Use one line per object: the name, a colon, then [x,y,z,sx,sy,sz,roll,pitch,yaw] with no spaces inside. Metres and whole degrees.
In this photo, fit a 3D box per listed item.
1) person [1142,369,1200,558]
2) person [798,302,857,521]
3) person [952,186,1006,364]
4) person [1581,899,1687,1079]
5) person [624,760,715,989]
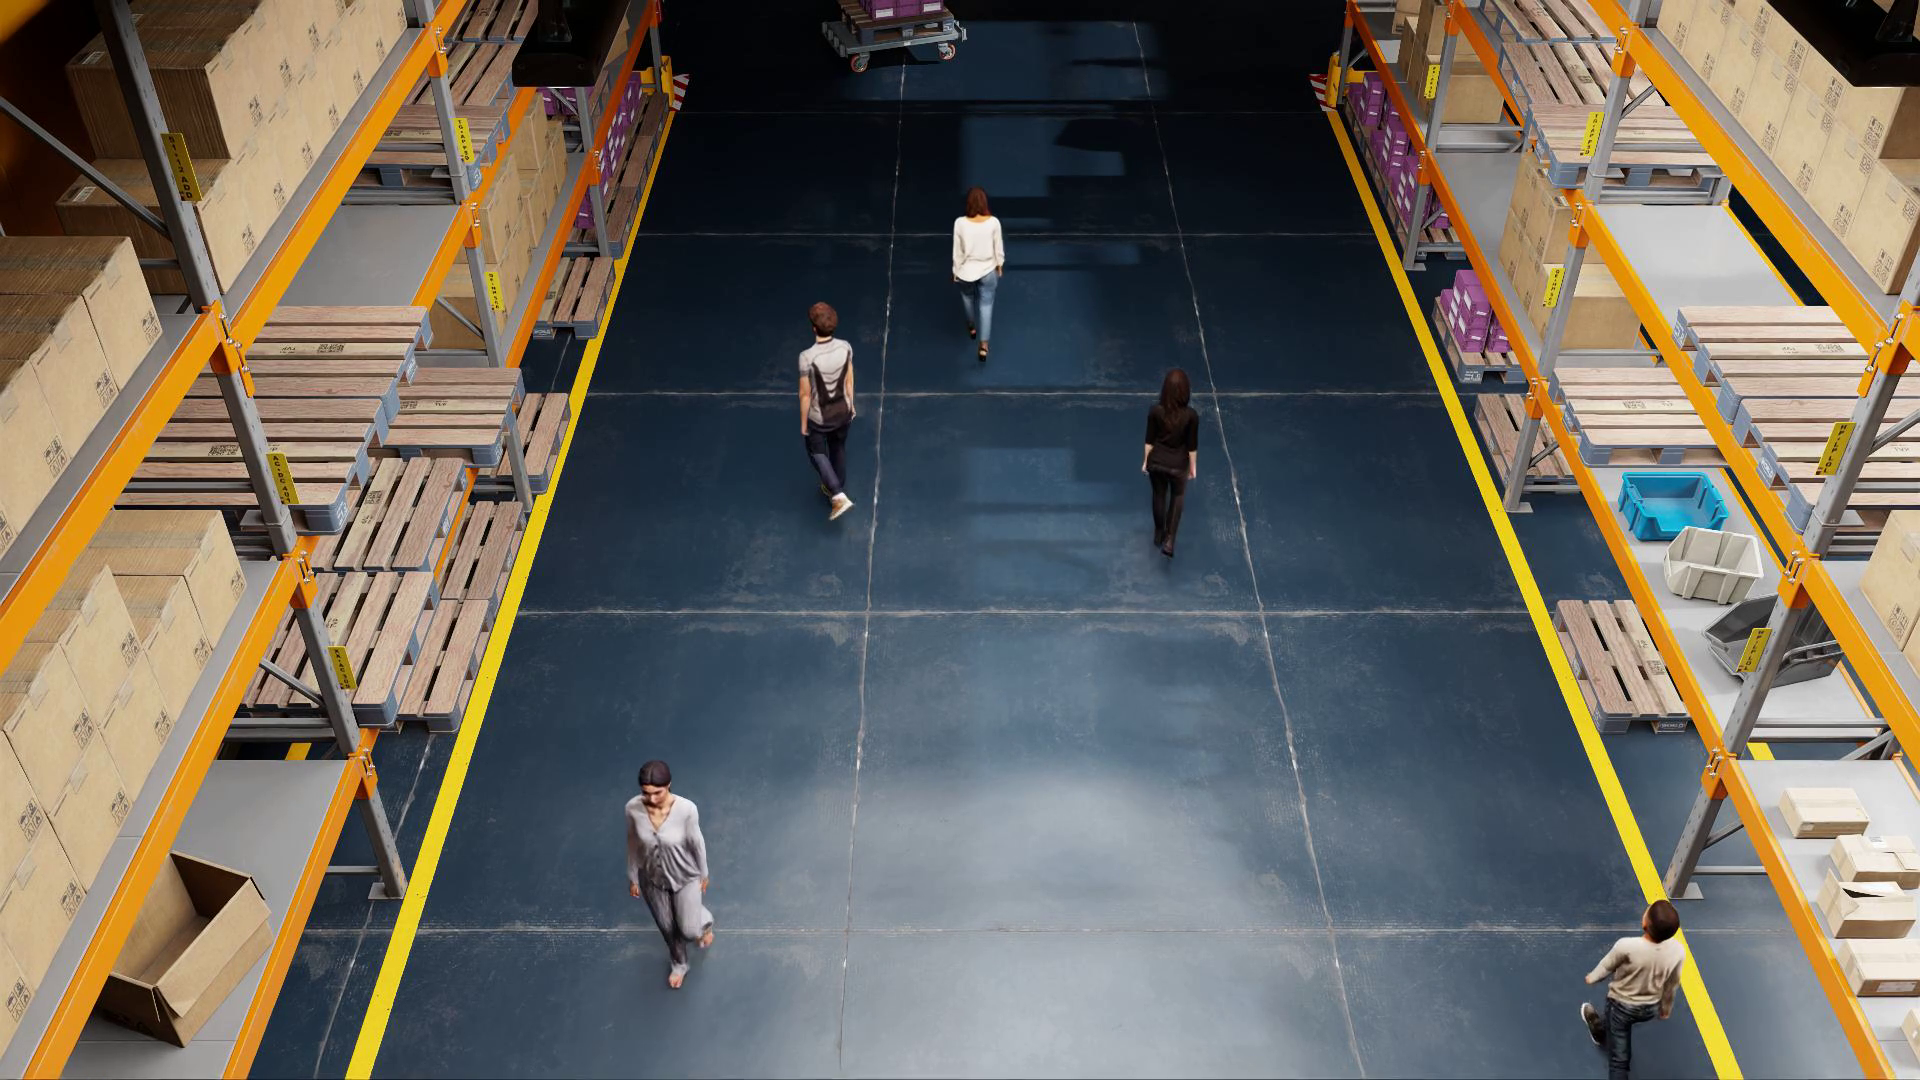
person: [1.585,-0.540,12.727,0.672,1.628,0.861,8,39,10]
person: [-0.992,-0.963,13.053,0.911,1.883,1.048,-19,42,-22]
person: [0.163,-2.368,15.000,0.640,1.648,1.024,2,39,3]
person: [3.653,2.571,8.994,0.599,1.426,1.012,-3,39,-4]
person: [-1.664,1.856,9.619,0.644,1.763,0.730,5,39,6]
